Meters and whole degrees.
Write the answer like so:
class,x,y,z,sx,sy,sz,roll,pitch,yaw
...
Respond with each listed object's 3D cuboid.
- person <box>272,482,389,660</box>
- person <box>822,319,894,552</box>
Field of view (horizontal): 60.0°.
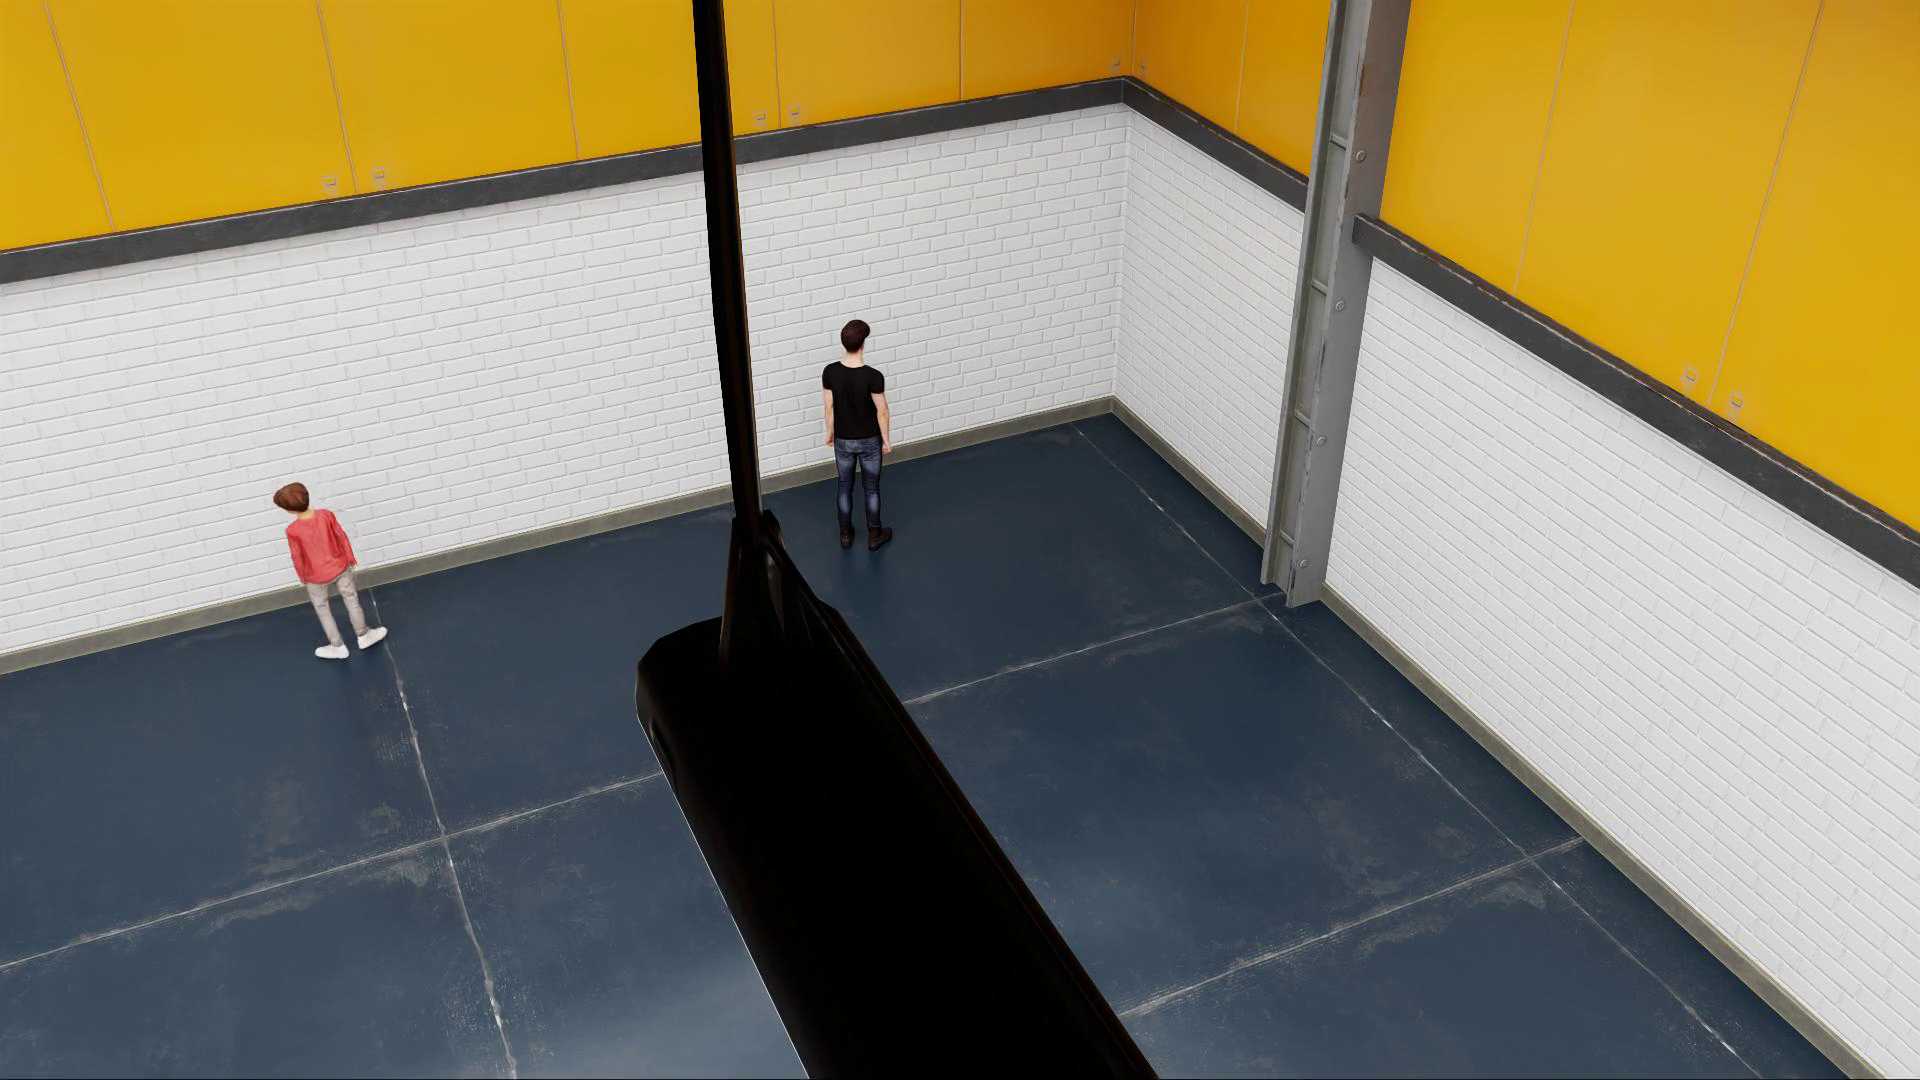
class,x,y,z,sx,sy,sz,roll,pitch,yaw
person,-4.368,0.191,11.571,0.700,1.411,0.563,-17,37,-24
person,-0.779,-0.777,12.588,0.765,1.897,0.791,7,34,10
